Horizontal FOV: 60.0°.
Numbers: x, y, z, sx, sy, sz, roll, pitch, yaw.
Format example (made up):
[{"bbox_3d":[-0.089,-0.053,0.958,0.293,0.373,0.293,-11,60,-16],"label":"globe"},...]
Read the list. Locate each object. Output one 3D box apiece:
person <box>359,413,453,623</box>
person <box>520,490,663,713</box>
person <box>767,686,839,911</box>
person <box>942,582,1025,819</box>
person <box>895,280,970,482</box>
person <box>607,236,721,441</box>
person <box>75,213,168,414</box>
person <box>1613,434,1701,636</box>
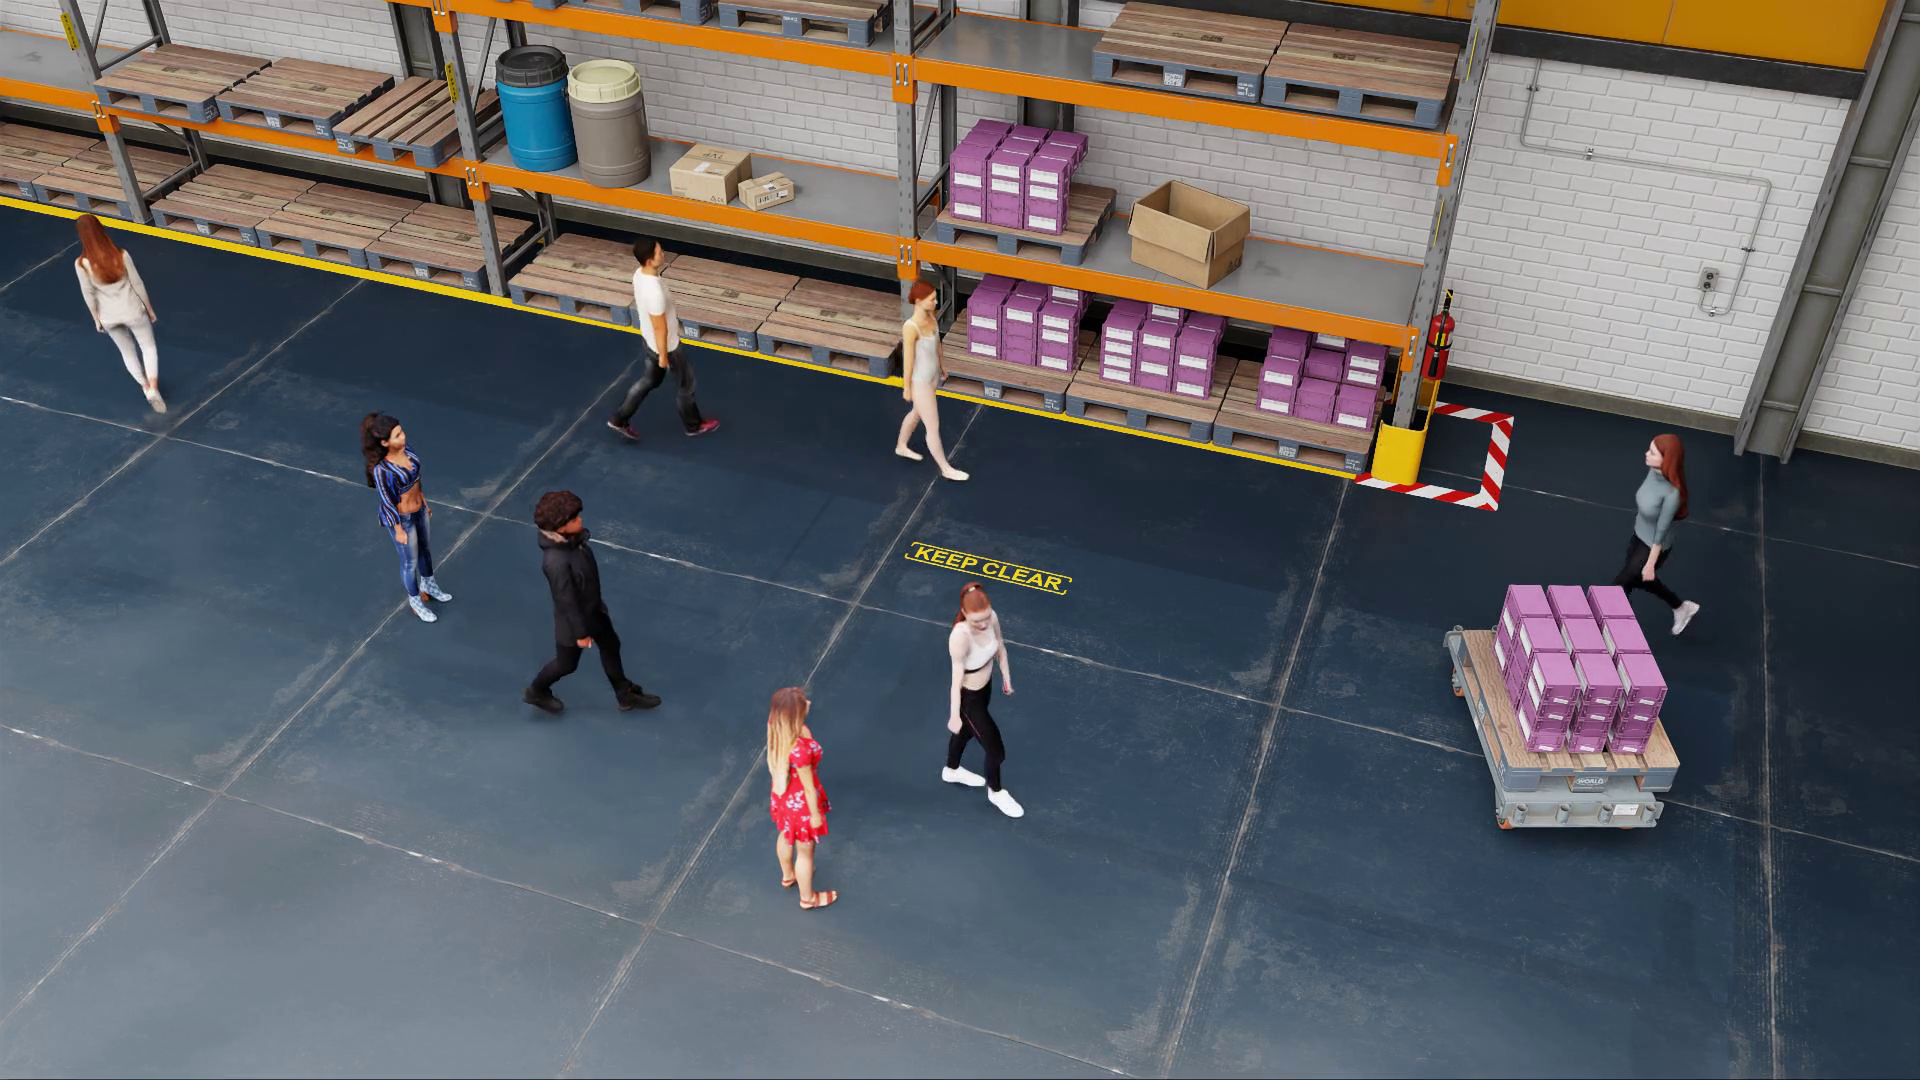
[{"bbox_3d":[-3.709,-0.158,11.161,0.570,1.607,0.623,9,40,11],"label":"person"},{"bbox_3d":[-2.441,0.453,10.280,1.192,1.750,0.861,1,39,2],"label":"person"},{"bbox_3d":[-0.916,1.416,9.202,0.723,1.592,0.649,-21,43,-24],"label":"person"},{"bbox_3d":[-0.003,0.894,9.743,0.879,1.733,0.728,17,42,20],"label":"person"},{"bbox_3d":[-0.338,-1.222,12.486,0.902,1.615,0.602,16,41,19],"label":"person"},{"bbox_3d":[-2.370,-1.502,12.705,1.142,1.780,1.101,-17,42,-21],"label":"person"},{"bbox_3d":[-6.566,-1.735,13.067,0.917,1.691,0.974,-16,41,-19],"label":"person"},{"bbox_3d":[4.556,0.057,10.802,1.086,1.719,0.797,1,39,2],"label":"person"}]
